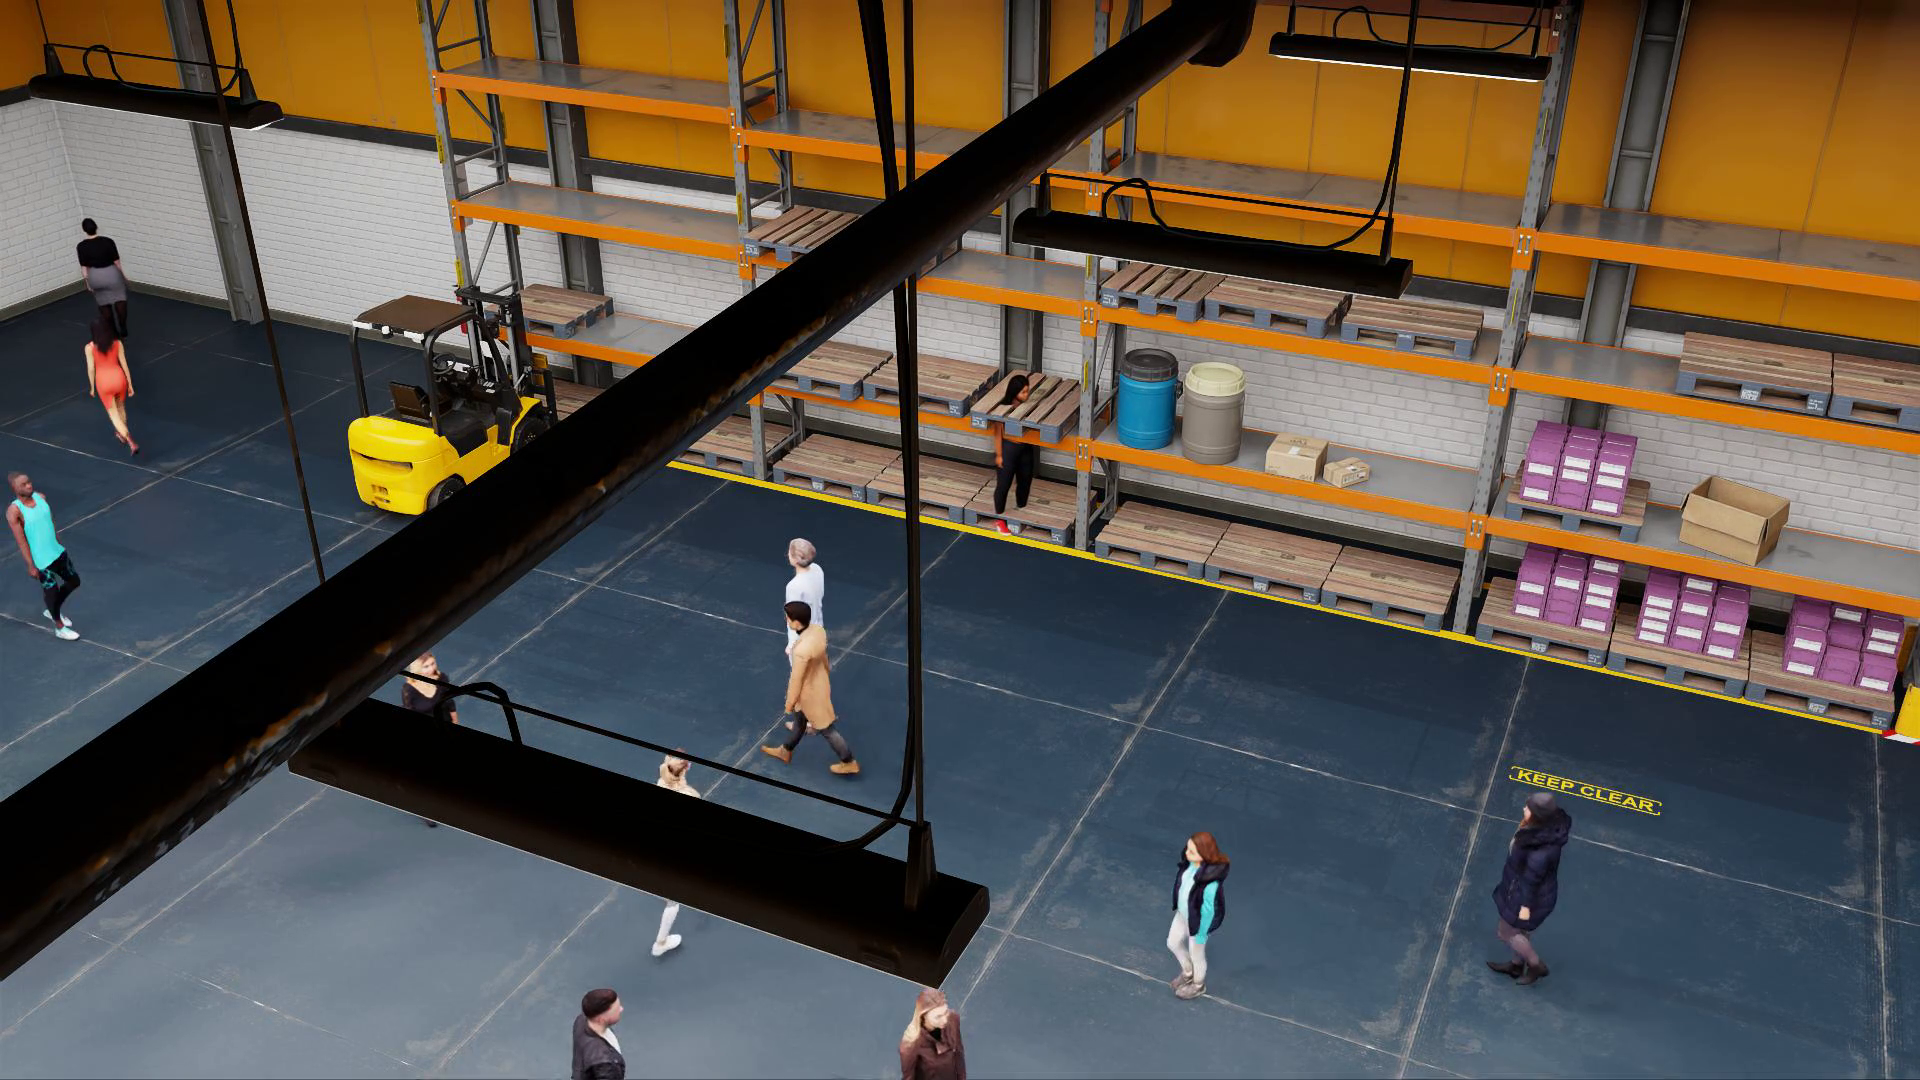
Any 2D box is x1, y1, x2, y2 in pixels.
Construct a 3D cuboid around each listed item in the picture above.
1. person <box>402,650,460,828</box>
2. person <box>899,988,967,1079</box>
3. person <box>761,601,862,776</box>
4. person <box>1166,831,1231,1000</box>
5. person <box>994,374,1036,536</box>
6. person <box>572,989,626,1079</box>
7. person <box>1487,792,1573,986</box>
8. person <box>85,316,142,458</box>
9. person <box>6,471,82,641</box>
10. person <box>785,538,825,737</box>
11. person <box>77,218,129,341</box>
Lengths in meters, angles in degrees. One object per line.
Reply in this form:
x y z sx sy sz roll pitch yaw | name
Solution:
-4.250 1.577 13.421 0.644 1.670 0.659 -22 35 -34 | person
-0.215 3.339 10.179 0.842 1.681 1.084 -25 37 -37 | person
-1.156 1.292 13.936 1.203 1.677 0.827 7 29 12 | person
1.717 2.620 11.692 0.770 1.495 0.709 -10 30 -18 | person
0.591 -0.949 17.900 0.774 1.815 0.798 -17 33 -28 | person
-2.254 3.429 9.905 1.168 1.786 1.086 -9 30 -16 | person
4.090 2.498 11.735 0.696 1.667 0.659 12 31 20 | person
-9.947 -1.776 19.549 1.172 1.687 0.849 25 37 38 | person
-8.833 0.145 15.915 0.713 1.796 0.677 8 30 14 | person
-1.347 0.825 14.565 0.559 1.893 0.660 12 31 21 | person
-11.616 -3.490 22.634 0.926 1.742 0.998 -12 31 -21 | person
